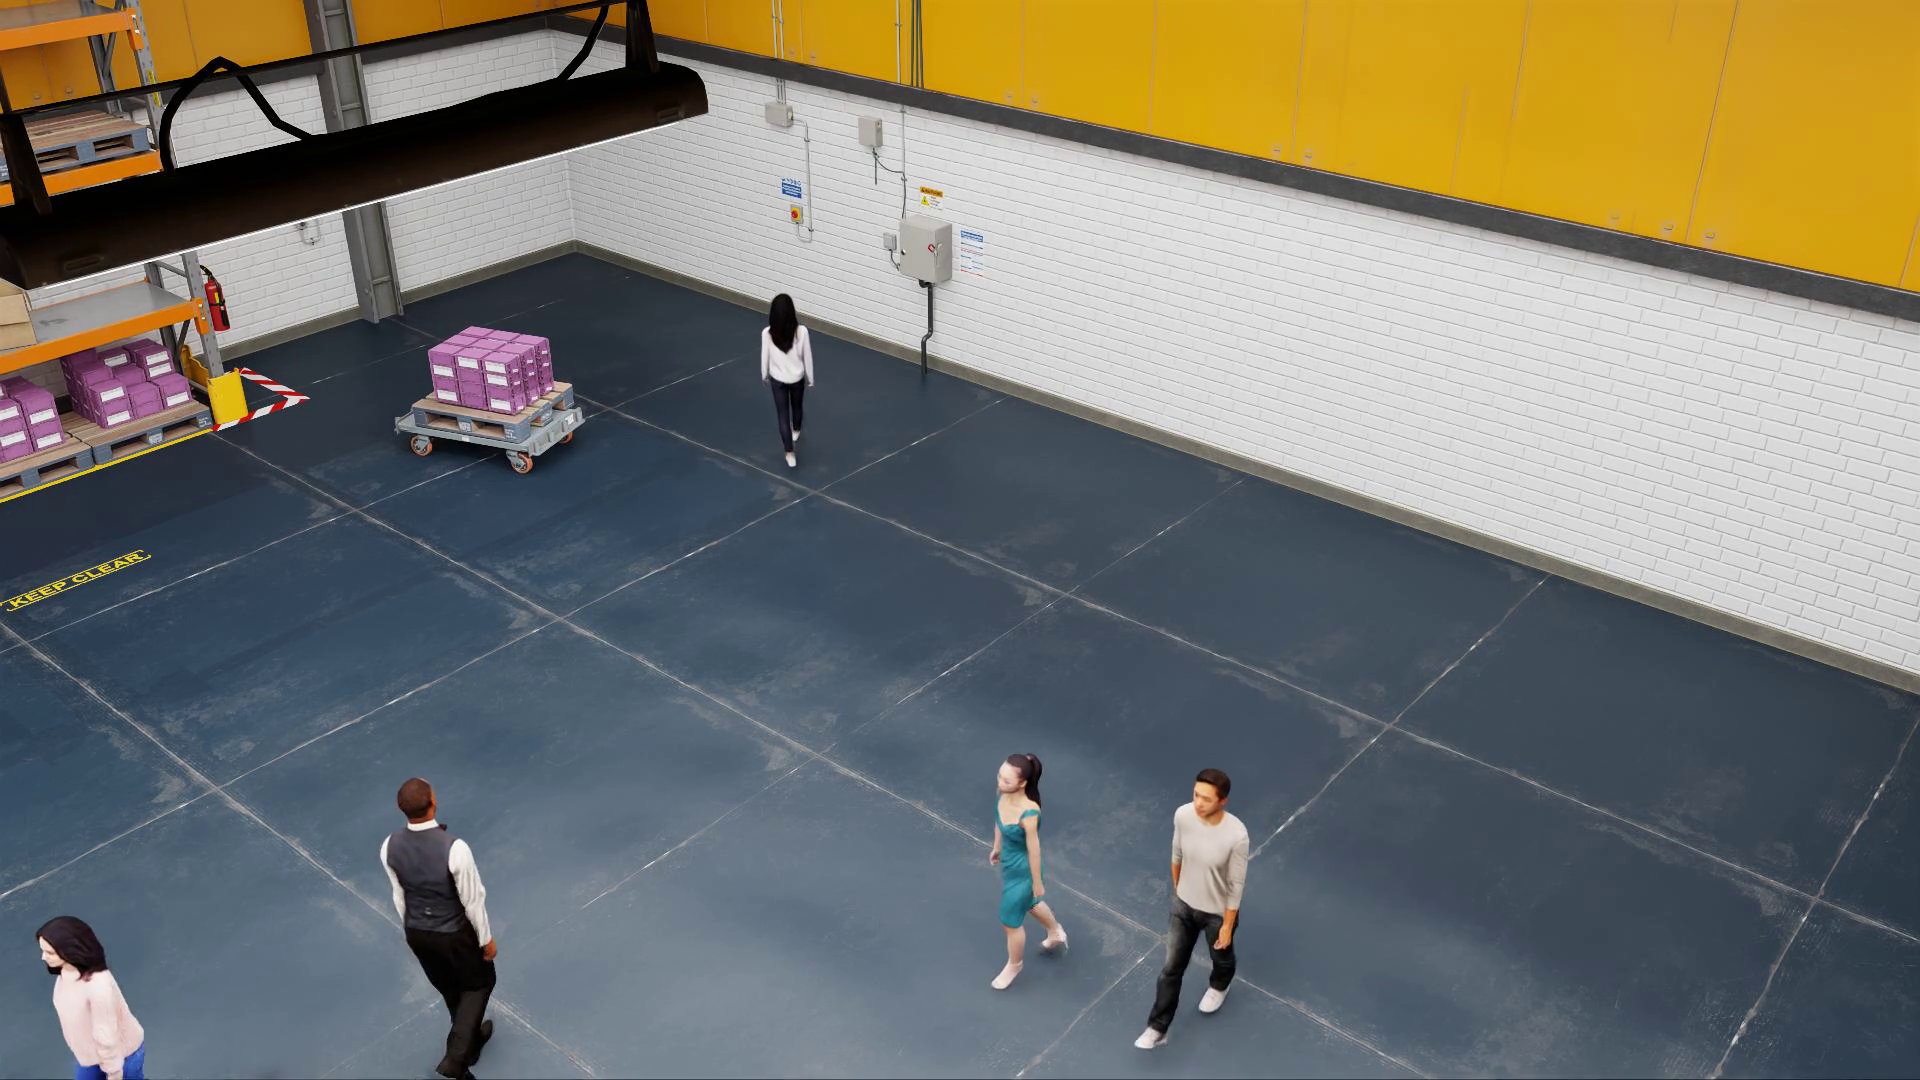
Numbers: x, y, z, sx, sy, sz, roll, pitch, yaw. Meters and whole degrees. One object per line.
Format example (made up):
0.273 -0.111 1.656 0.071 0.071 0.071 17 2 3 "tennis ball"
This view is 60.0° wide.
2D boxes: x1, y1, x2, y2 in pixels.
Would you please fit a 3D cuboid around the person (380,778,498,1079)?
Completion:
-2.812 2.164 8.928 0.926 1.900 1.038 7 29 12 "person"

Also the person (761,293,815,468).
-1.647 -1.495 15.878 1.057 1.668 1.076 -5 29 -9 "person"

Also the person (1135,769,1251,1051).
1.443 1.999 9.361 0.721 1.775 1.133 18 33 29 "person"

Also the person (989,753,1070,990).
0.395 1.895 9.669 0.858 1.662 0.741 -10 30 -17 "person"

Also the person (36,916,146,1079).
-4.207 2.534 8.397 0.656 1.759 0.681 20 35 32 "person"
